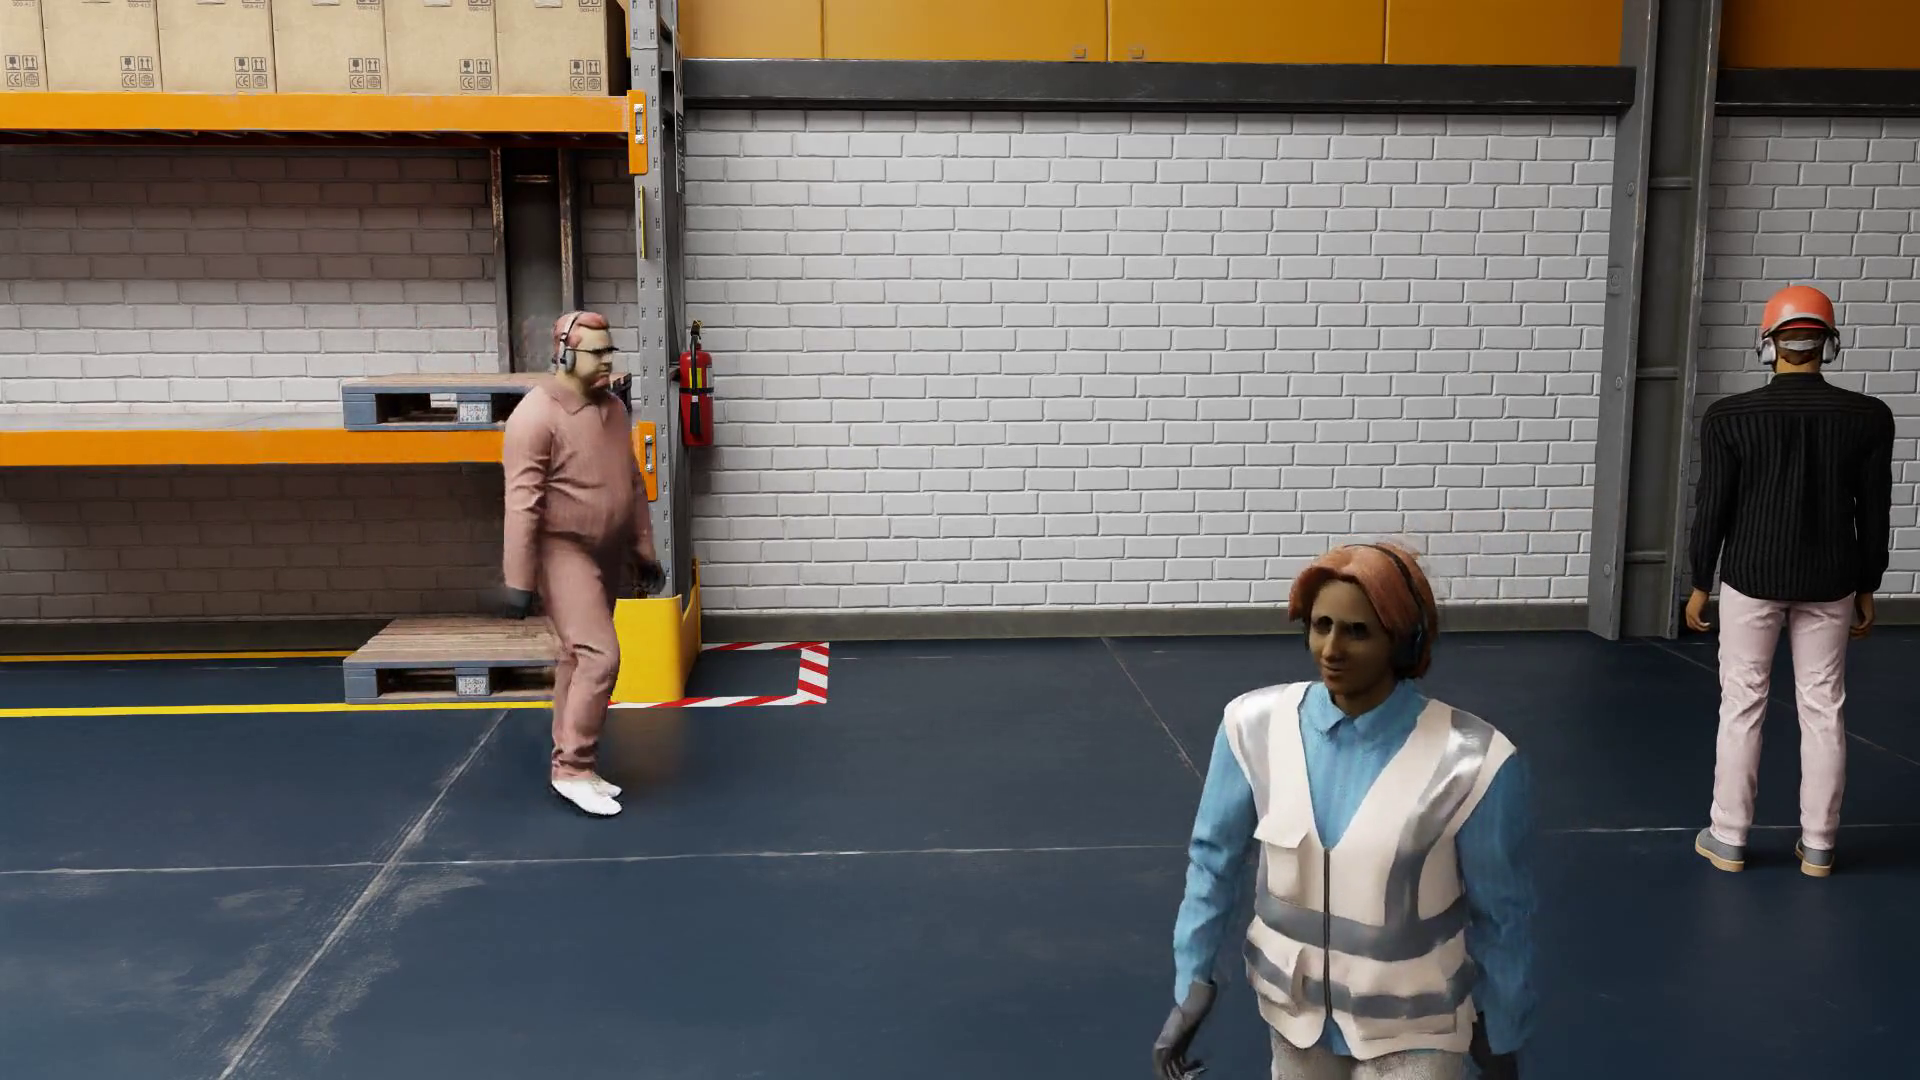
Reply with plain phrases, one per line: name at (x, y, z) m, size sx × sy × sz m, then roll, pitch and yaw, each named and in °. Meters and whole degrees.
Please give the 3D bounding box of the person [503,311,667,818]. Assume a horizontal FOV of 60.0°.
person at (-1.377, 0.090, 6.277) m, size 0.597 × 1.886 × 0.661 m, roll 3°, pitch 9°, yaw 17°

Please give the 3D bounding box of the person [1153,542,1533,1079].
person at (0.591, 0.808, 2.657) m, size 0.527 × 1.606 × 0.806 m, roll 7°, pitch 11°, yaw 38°

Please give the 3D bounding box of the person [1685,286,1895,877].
person at (2.777, 0.146, 5.614) m, size 0.611 × 1.985 × 0.393 m, roll 2°, pitch 9°, yaw 14°
